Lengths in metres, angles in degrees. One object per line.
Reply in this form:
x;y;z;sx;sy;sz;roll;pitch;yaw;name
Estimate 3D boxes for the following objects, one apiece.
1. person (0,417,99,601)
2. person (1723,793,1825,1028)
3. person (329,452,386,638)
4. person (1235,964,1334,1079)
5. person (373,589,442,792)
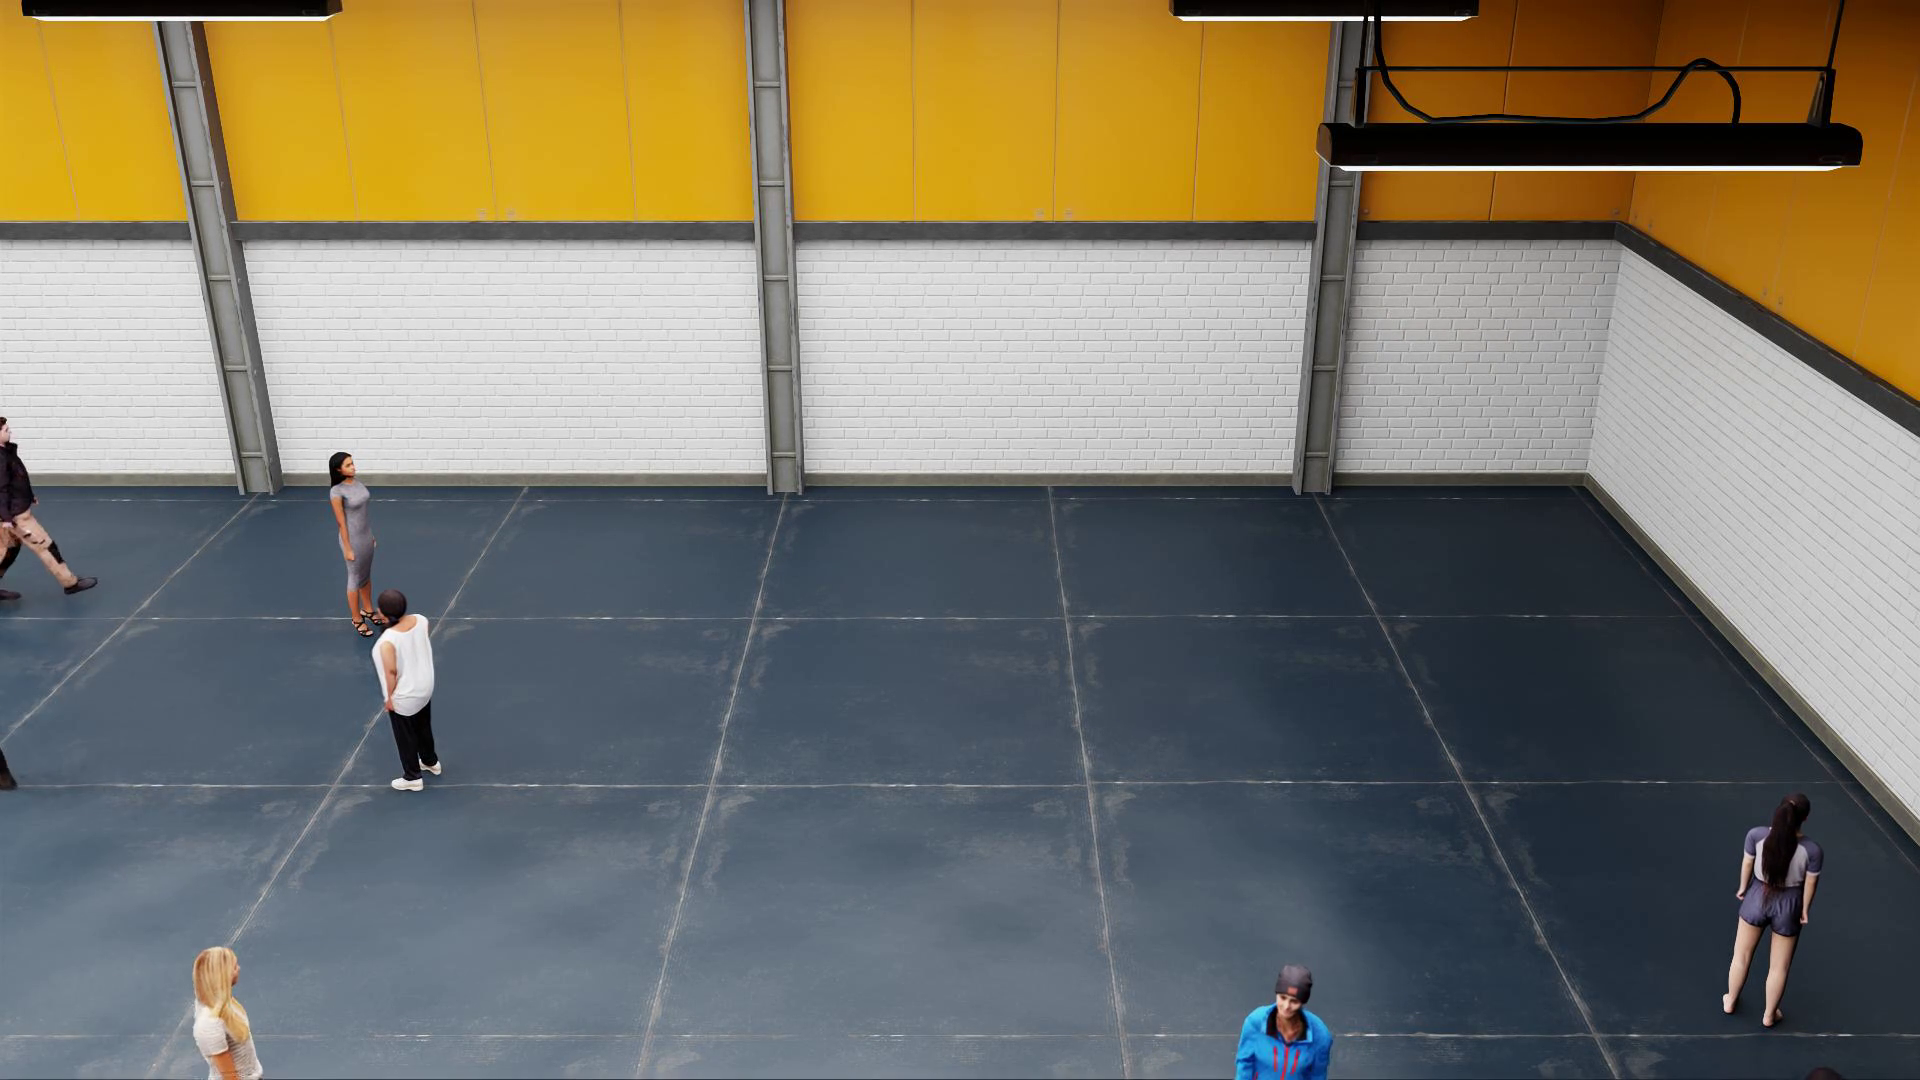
-9.141;-0.249;15.916;1.332;1.880;1.124;-14;27;-28;person
5.077;2.295;10.380;0.640;1.651;0.735;15;28;31;person
-5.607;0.022;15.417;0.578;1.781;0.622;5;24;11;person
1.692;2.937;8.764;1.122;1.770;0.996;11;26;23;person
-4.327;1.144;12.968;0.725;1.688;0.734;9;25;19;person
